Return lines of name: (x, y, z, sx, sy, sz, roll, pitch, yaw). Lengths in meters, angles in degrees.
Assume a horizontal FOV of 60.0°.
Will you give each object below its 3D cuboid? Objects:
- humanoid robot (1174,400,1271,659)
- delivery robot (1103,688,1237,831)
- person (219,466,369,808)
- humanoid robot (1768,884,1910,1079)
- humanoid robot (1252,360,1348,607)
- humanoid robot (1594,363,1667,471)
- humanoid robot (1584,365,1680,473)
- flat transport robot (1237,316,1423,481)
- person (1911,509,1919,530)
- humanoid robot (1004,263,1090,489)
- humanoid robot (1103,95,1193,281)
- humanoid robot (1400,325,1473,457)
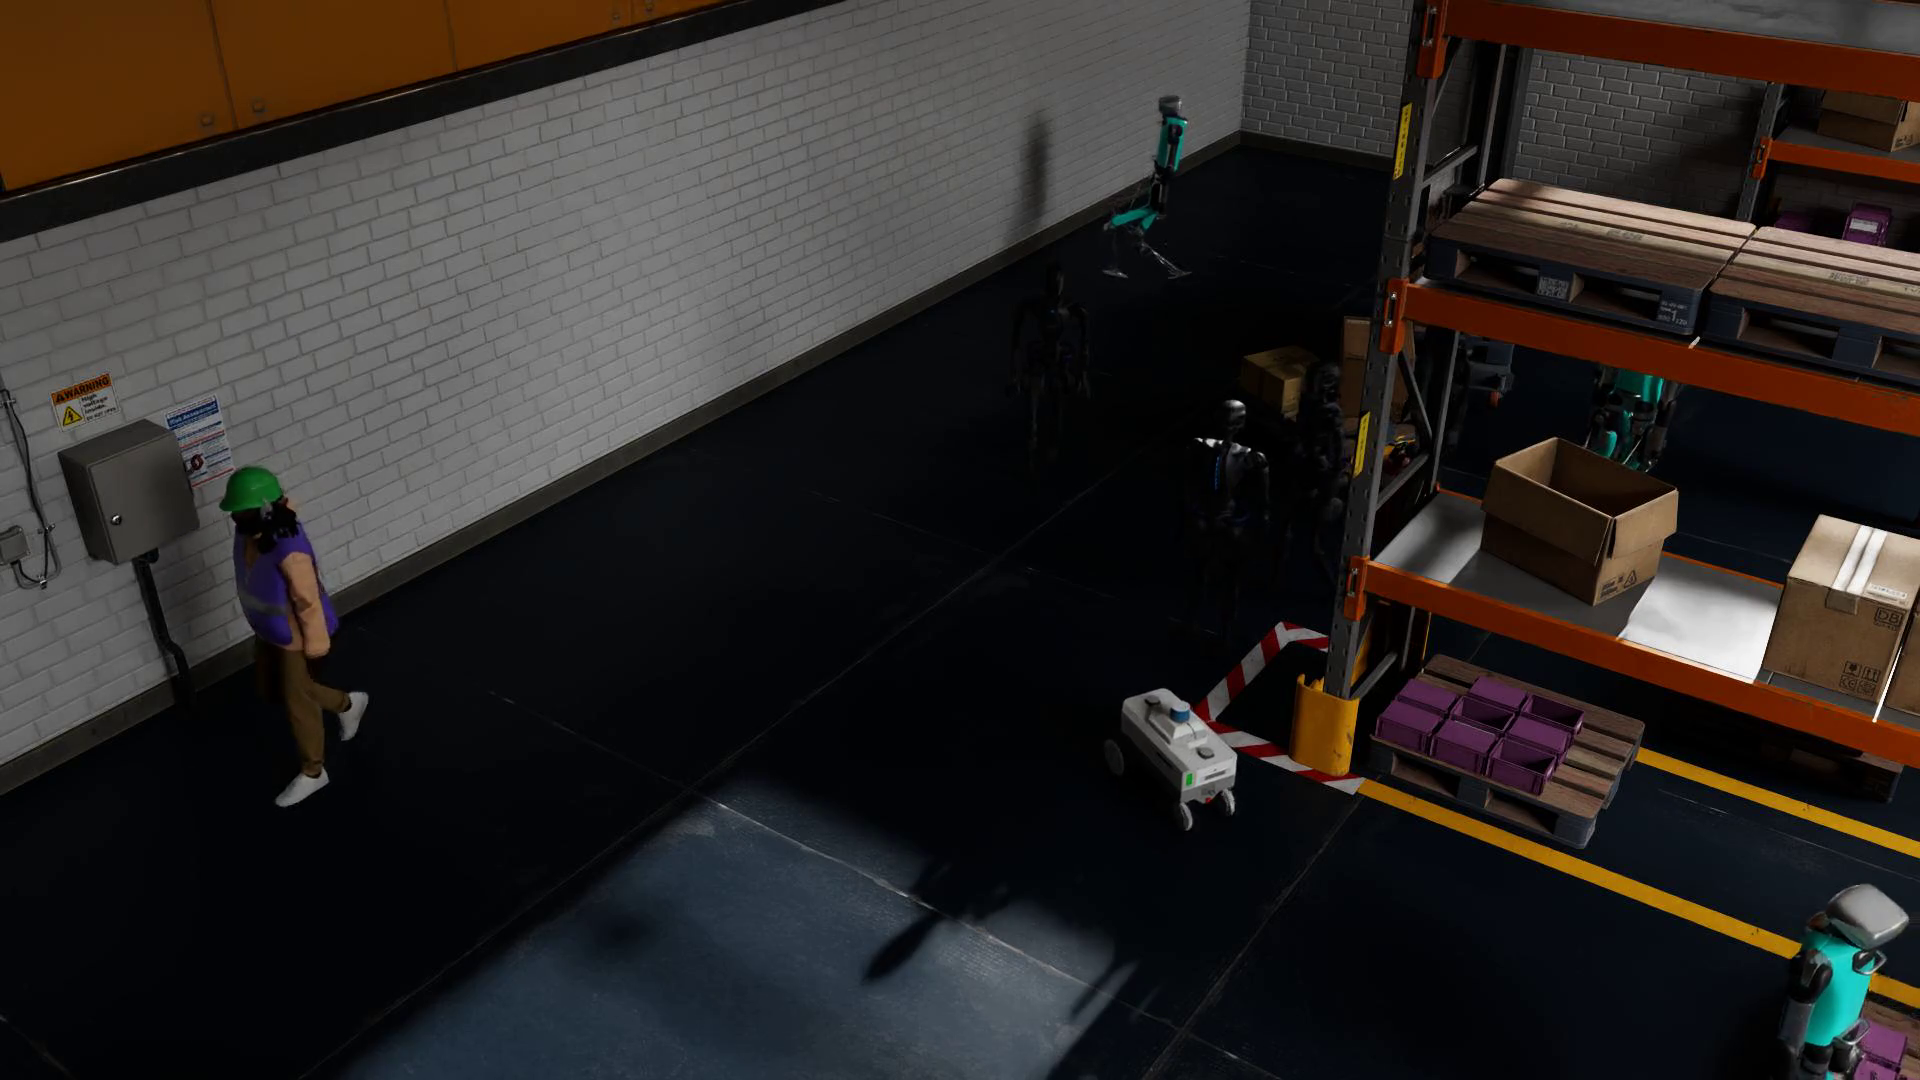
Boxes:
humanoid robot: (1.540, -0.060, 9.724, 0.611, 1.646, 0.344, 16, 34, 25)
delivery robot: (1.140, 1.109, 8.827, 0.499, 0.592, 0.771, -14, 33, -23)
person: (-3.451, 0.456, 8.594, 0.550, 1.917, 0.602, 23, 37, 34)
humanoid robot: (3.285, 2.106, 5.944, 0.533, 1.773, 0.986, -21, 36, -32)
humanoid robot: (2.187, -0.325, 10.236, 0.528, 1.642, 0.598, -8, 31, -13)
humanoid robot: (4.718, -1.118, 11.496, 0.535, 1.767, 0.734, -8, 31, -13)
humanoid robot: (4.127, -0.537, 10.608, 0.753, 1.886, 0.548, -24, 37, -35)
flat transport robot: (2.801, -0.825, 12.471, 0.659, 0.231, 1.431, -15, 33, -24)
person: (6.657, -0.825, 10.864, 0.413, 1.877, 0.553, -4, 30, -7)
humanoid robot: (0.618, -1.207, 11.773, 0.612, 1.653, 0.657, 1, 30, 2)
humanoid robot: (1.634, -3.115, 15.003, 1.035, 1.760, 0.540, 1, 30, 2)
humanoid robot: (3.194, -0.865, 11.148, 0.591, 1.646, 0.609, -11, 32, -18)
